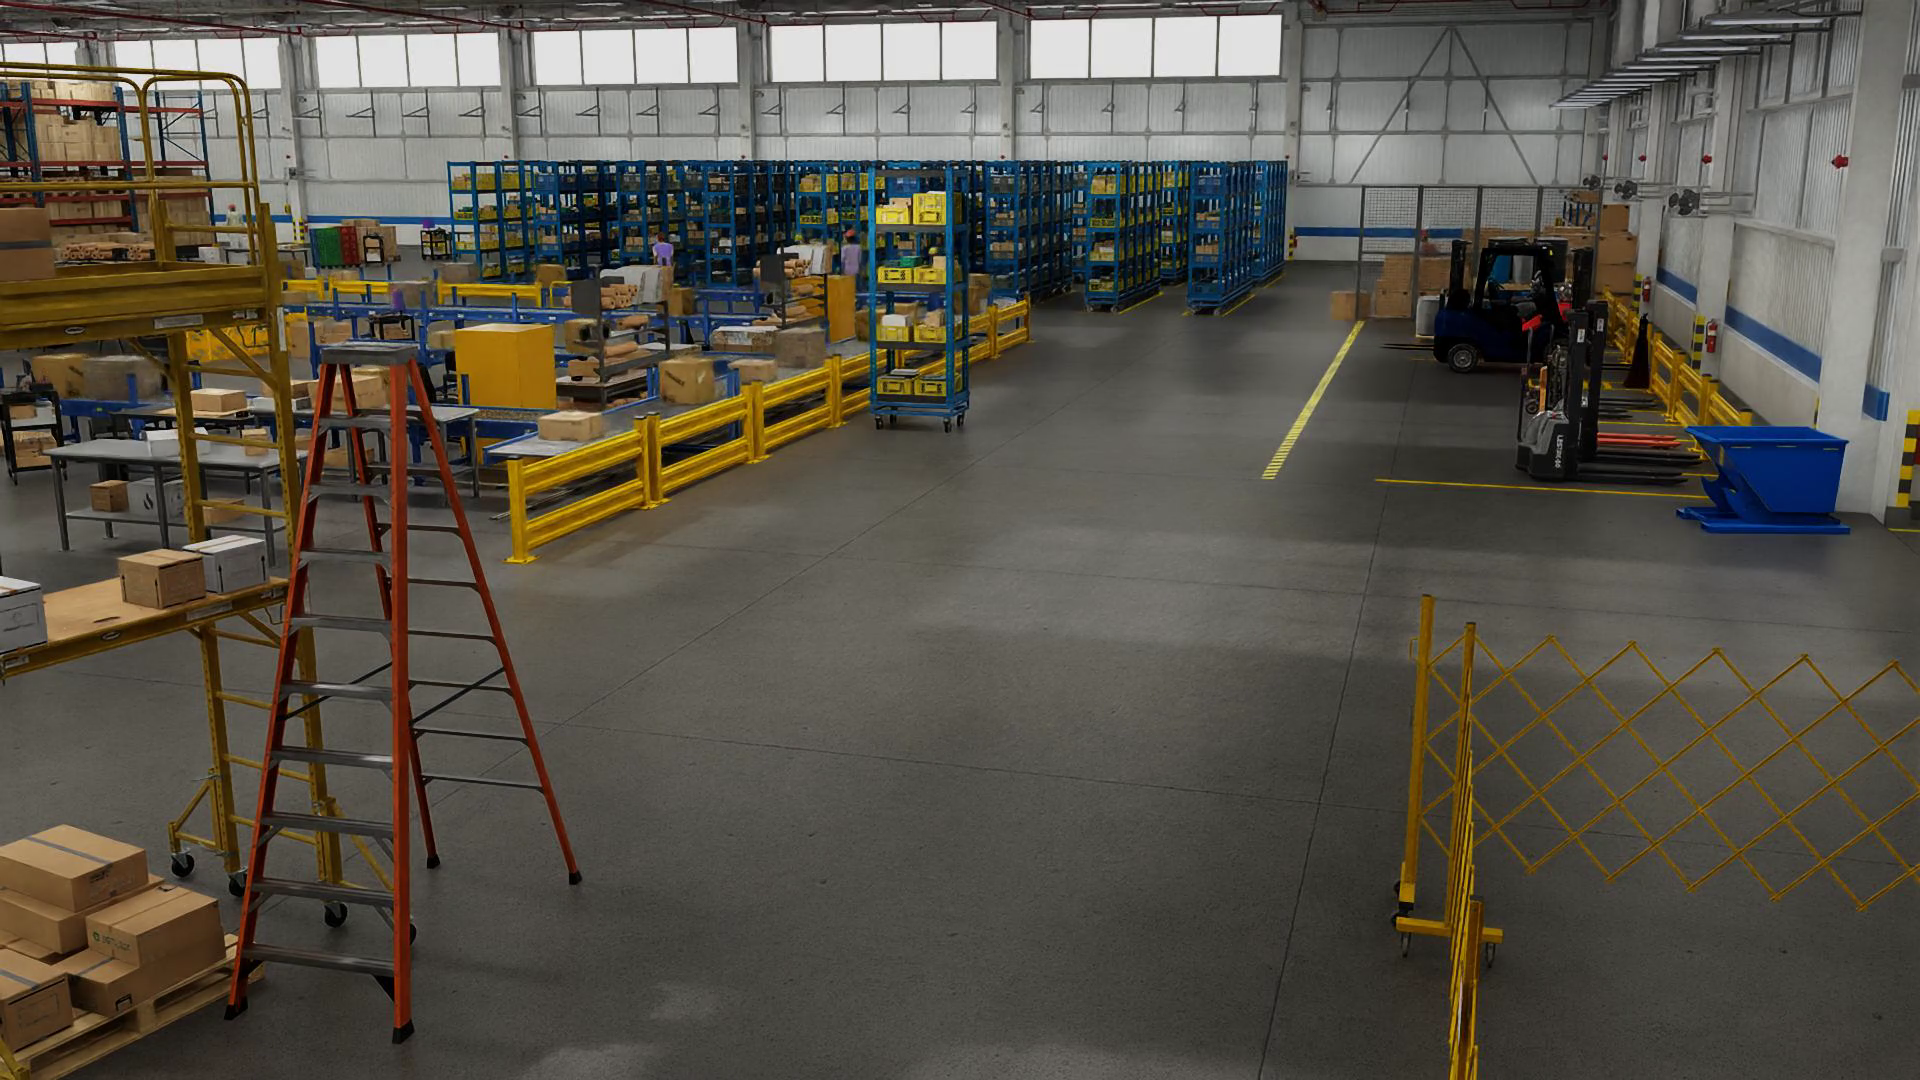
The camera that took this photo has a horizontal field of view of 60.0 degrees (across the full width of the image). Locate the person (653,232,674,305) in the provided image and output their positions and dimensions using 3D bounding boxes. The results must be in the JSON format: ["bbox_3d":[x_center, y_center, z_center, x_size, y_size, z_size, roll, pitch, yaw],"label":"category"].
[{"bbox_3d":[-7.555,-6.921,42.423,0.571,1.846,0.382,-10,16,-36],"label":"person"}]

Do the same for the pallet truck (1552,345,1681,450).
[{"bbox_3d":[8.641,-1.896,21.908,1.630,1.274,0.653,4,14,16],"label":"pallet truck"}]

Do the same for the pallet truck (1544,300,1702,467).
[{"bbox_3d":[8.263,-1.952,20.631,1.885,1.965,0.823,5,14,20],"label":"pallet truck"}]

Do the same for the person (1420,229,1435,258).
[{"bbox_3d":[11.801,-6.883,42.091,0.626,1.936,1.074,-12,17,-41],"label":"person"}]

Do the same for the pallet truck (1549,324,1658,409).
[{"bbox_3d":[9.824,-2.669,25.407,1.601,1.201,0.680,4,14,16],"label":"pallet truck"}]

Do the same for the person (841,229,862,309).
[{"bbox_3d":[-2.629,-6.458,40.041,0.478,2.020,0.630,13,18,44],"label":"person"}]

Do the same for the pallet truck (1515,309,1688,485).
[{"bbox_3d":[7.554,-1.677,19.446,1.885,1.965,0.823,3,13,14],"label":"pallet truck"}]

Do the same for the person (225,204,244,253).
[{"bbox_3d":[-27.508,-11.745,63.091,0.640,1.923,0.963,-10,16,-36],"label":"person"}]

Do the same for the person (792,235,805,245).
[{"bbox_3d":[-4.094,-6.765,41.833,0.773,1.800,0.626,-3,13,-14],"label":"person"}]

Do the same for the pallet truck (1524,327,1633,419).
[{"bbox_3d":[9.065,-2.460,24.370,1.522,1.261,0.704,3,13,14],"label":"pallet truck"}]

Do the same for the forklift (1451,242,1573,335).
[{"bbox_3d":[10.464,-4.597,31.405,2.680,1.987,1.157,4,14,16],"label":"forklift"}]

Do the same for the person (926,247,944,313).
[{"bbox_3d":[-0.630,-5.690,37.341,0.726,1.739,0.554,6,14,24],"label":"person"}]

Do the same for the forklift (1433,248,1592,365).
[{"bbox_3d":[9.780,-4.111,29.280,2.680,1.987,1.157,3,13,14],"label":"forklift"}]
